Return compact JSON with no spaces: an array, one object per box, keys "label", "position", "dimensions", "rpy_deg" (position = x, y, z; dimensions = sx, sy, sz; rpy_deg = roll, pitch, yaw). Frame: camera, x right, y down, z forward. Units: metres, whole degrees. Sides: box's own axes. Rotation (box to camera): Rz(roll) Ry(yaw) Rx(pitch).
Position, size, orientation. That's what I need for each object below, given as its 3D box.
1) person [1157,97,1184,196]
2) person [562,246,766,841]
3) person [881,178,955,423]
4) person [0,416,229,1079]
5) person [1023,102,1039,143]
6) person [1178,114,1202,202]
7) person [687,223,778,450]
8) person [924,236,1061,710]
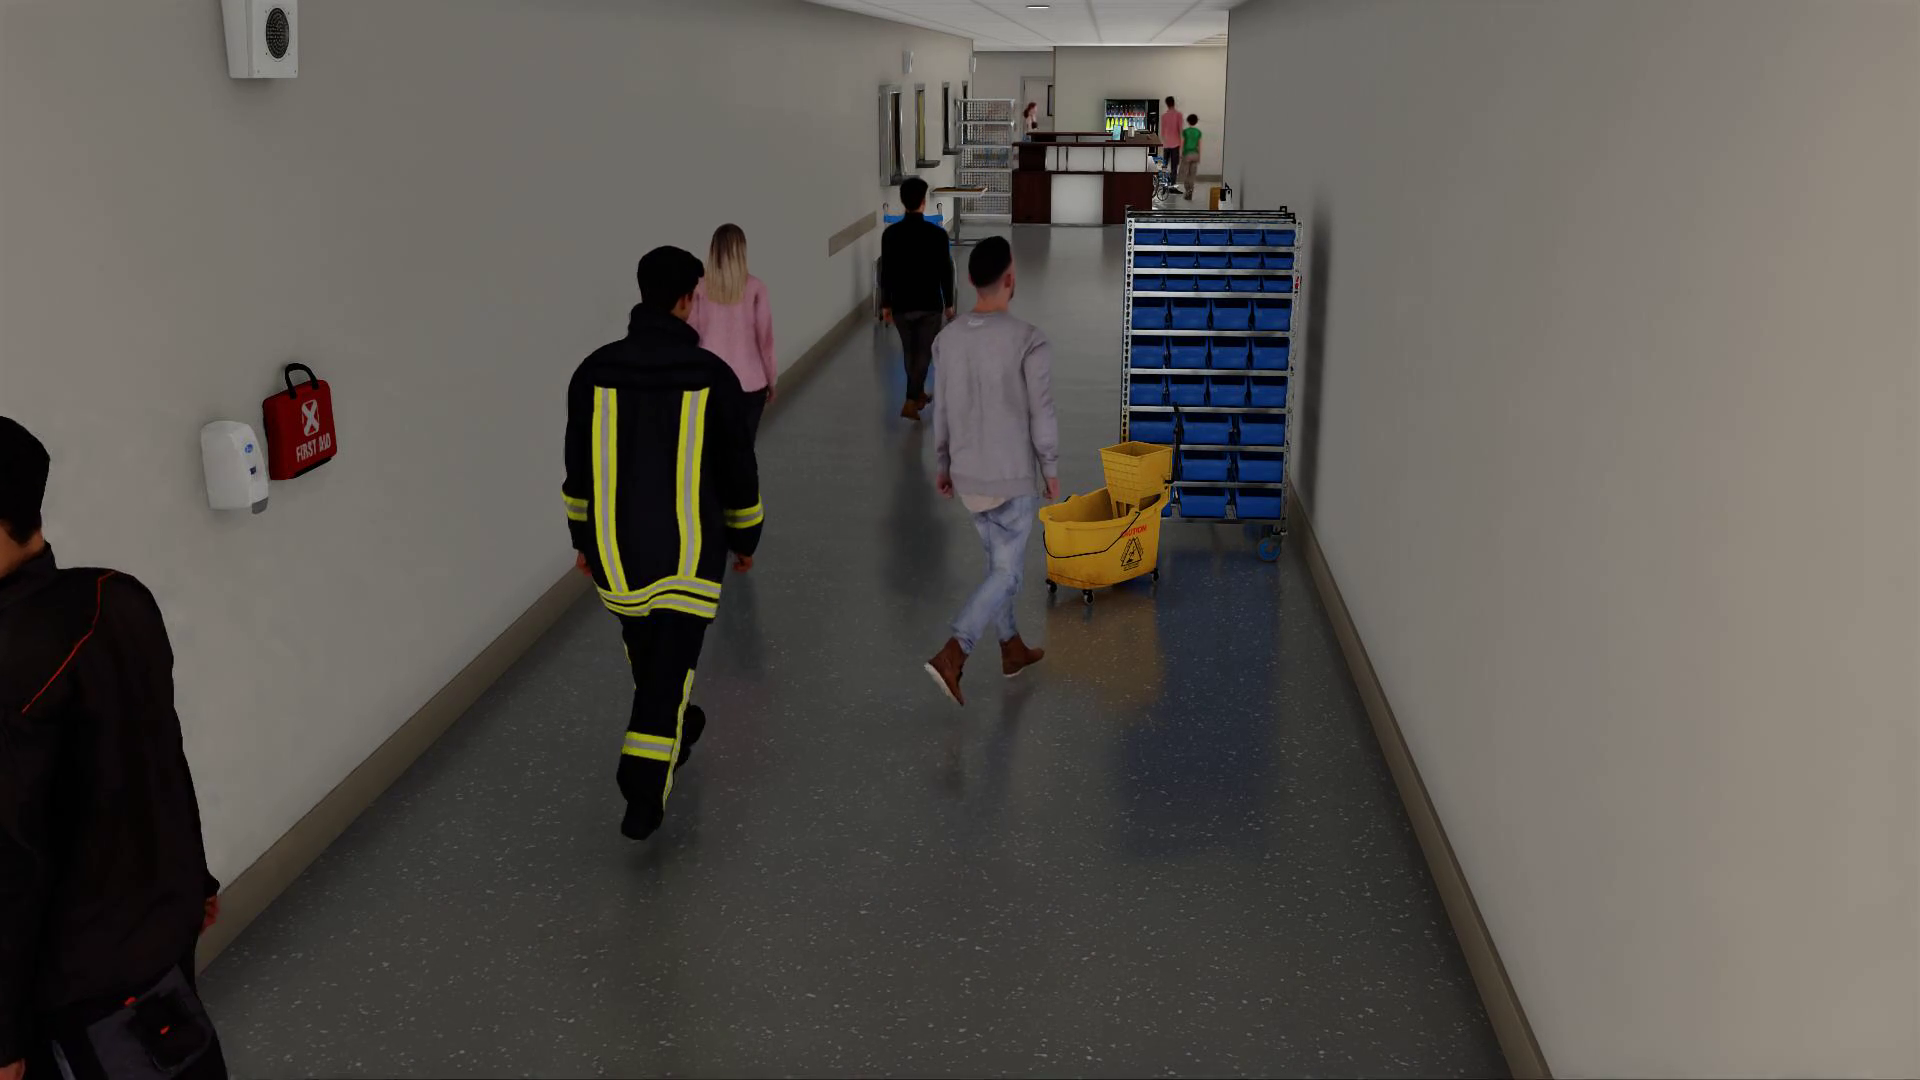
[{"label":"person","position":[4.339,-8.056,33.975],"dimensions":[0.890,1.944,0.756],"rpy_deg":[-12,19,-36]},{"label":"person","position":[-0.986,0.048,5.368],"dimensions":[1.154,1.869,0.857],"rpy_deg":[1,16,4]},{"label":"person","position":[-0.317,-1.660,11.756],"dimensions":[1.076,1.691,0.851],"rpy_deg":[4,16,15]},{"label":"person","position":[-1.399,0.730,2.921],"dimensions":[1.313,1.885,0.957],"rpy_deg":[-3,16,-9]},{"label":"person","position":[1.498,-8.734,36.690],"dimensions":[0.711,1.776,0.660],"rpy_deg":[5,16,16]},{"label":"person","position":[4.470,-7.388,32.158],"dimensions":[0.690,1.645,0.744],"rpy_deg":[-3,16,-9]},{"label":"person","position":[-1.225,-0.804,8.751],"dimensions":[0.520,1.673,0.668],"rpy_deg":[2,16,6]},{"label":"person","position":[0.111,-0.242,6.493],"dimensions":[1.162,1.817,1.113],"rpy_deg":[11,19,35]}]
